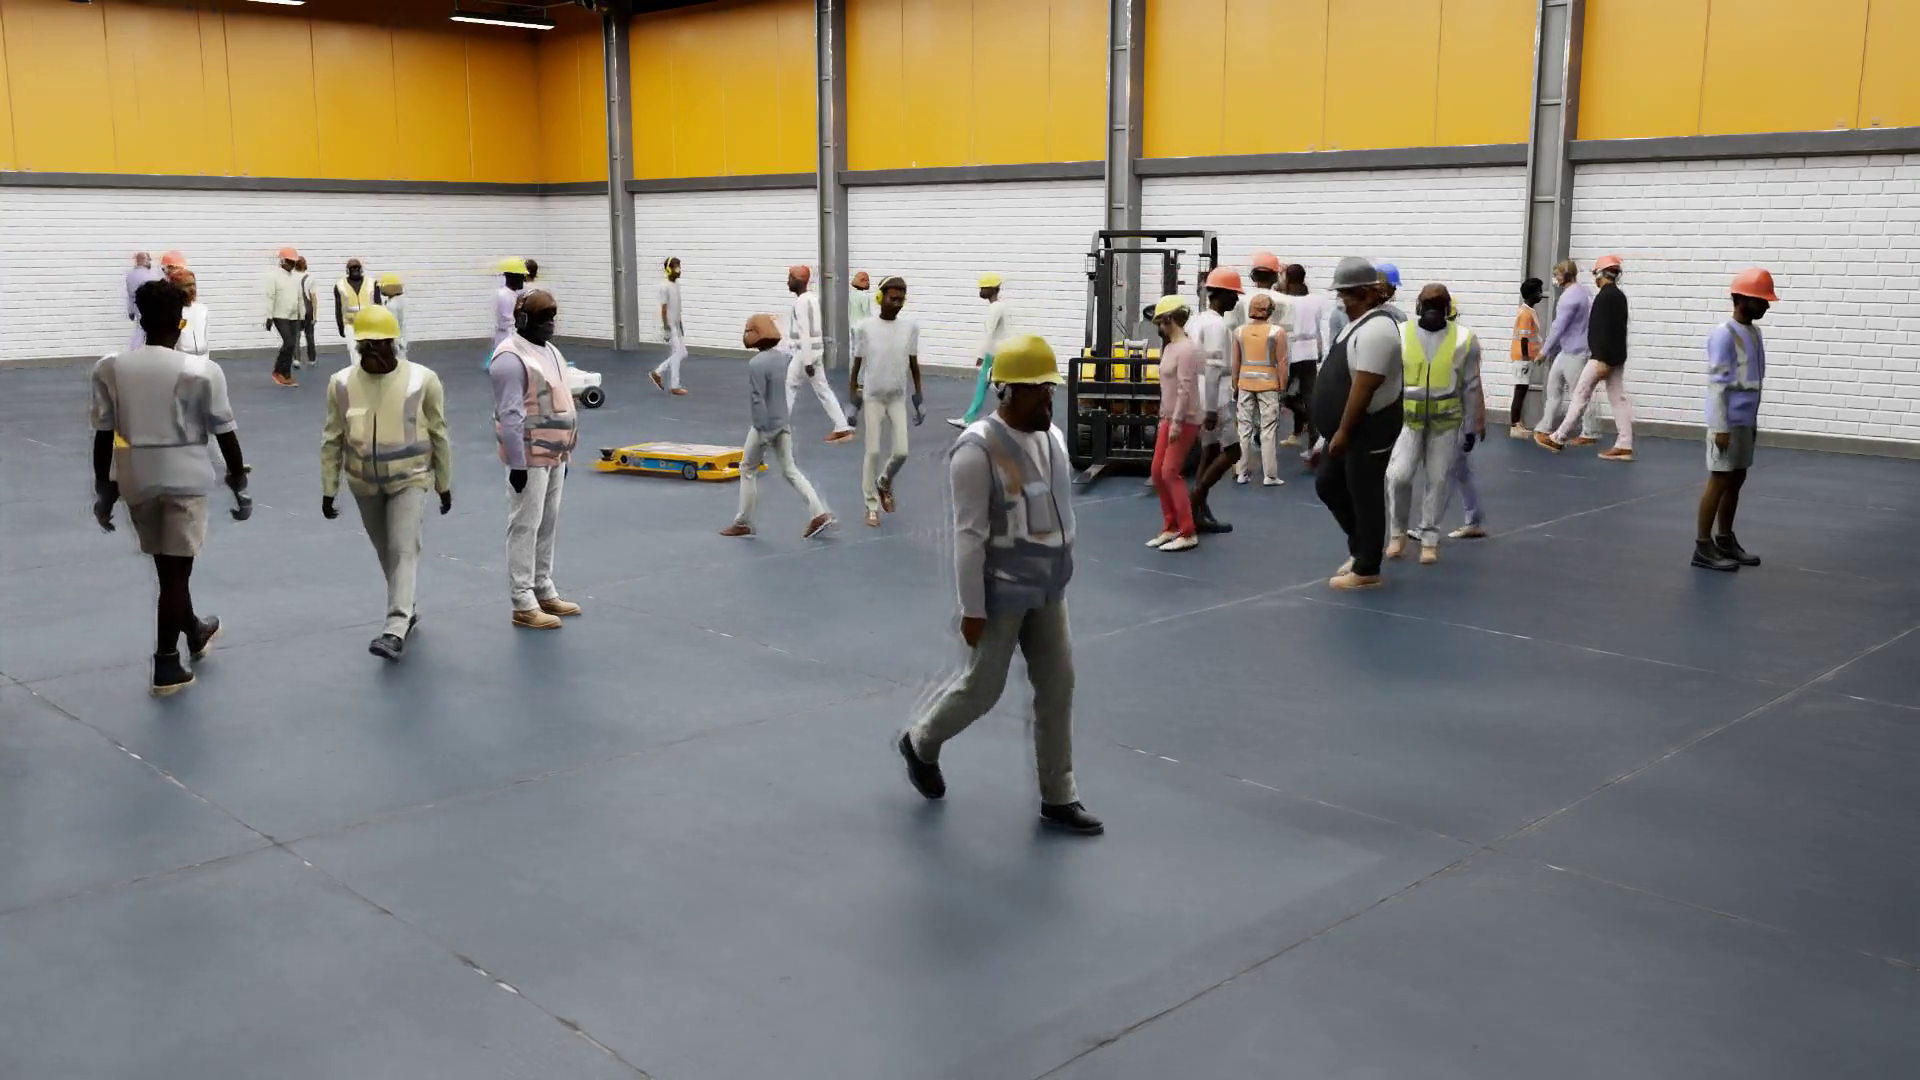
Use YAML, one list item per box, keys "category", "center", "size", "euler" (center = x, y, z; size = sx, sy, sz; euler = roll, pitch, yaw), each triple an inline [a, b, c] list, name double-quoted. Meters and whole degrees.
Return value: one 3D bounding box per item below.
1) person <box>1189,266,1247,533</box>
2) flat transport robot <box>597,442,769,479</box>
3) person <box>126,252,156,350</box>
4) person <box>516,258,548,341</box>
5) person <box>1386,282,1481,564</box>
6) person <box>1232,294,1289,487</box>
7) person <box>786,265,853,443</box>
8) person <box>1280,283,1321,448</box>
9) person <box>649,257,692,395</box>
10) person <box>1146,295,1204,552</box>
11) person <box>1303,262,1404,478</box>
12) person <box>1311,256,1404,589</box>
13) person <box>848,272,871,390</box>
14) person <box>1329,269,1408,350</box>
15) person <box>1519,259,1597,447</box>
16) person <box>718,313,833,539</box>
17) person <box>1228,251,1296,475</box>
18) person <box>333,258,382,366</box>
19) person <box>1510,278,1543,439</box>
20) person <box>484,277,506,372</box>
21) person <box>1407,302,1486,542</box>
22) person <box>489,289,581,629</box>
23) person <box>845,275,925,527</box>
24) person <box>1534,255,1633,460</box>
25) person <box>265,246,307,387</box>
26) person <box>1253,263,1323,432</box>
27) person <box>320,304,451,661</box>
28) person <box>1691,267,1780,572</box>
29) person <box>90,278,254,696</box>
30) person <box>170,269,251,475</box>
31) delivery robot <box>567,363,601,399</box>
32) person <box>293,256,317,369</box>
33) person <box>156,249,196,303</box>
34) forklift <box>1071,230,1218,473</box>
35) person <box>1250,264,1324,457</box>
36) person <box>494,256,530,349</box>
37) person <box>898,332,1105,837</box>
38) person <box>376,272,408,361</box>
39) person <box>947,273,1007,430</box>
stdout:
- category: "person"
  center: [1.836, -0.989, 11.885]
  size: [0.427, 1.912, 0.575]
  euler: [-1, 10, -4]
- category: "flat transport robot"
  center: [-2.491, -0.722, 14.913]
  size: [1.431, 0.197, 0.652]
  euler: [6, 12, 28]
- category: "person"
  center: [-13.178, -3.744, 27.071]
  size: [0.663, 1.848, 1.013]
  euler: [8, 13, 36]
- category: "person"
  center: [-5.188, -2.459, 20.063]
  size: [0.404, 1.851, 0.549]
  euler: [8, 13, 37]
- category: "person"
  center: [3.032, -0.749, 10.795]
  size: [0.644, 1.827, 0.457]
  euler: [3, 11, 14]
- category: "person"
  center: [2.549, -1.272, 14.175]
  size: [0.513, 1.640, 0.309]
  euler: [7, 12, 32]
- category: "person"
  center: [-1.569, -1.880, 16.996]
  size: [1.001, 1.836, 0.580]
  euler: [2, 11, 12]
- category: "person"
  center: [3.419, -1.722, 16.528]
  size: [0.551, 1.672, 0.556]
  euler: [-8, 13, -36]
- category: "person"
  center: [-3.878, -2.857, 22.248]
  size: [0.523, 1.847, 0.528]
  euler: [2, 11, 9]
- category: "person"
  center: [1.464, -0.790, 11.286]
  size: [0.354, 1.722, 0.552]
  euler: [-2, 11, -9]
- category: "person"
  center: [3.466, -1.479, 14.605]
  size: [0.766, 1.903, 0.629]
  euler: [-1, 10, -3]
- category: "person"
  center: [2.377, -0.704, 9.981]
  size: [0.542, 2.000, 0.682]
  euler: [0, 10, 0]
- category: "person"
  center: [-1.371, -2.893, 23.032]
  size: [0.267, 1.632, 0.507]
  euler: [-7, 12, -33]
- category: "person"
  center: [3.267, -1.236, 13.379]
  size: [0.614, 1.872, 1.071]
  euler: [5, 11, 24]
- category: "person"
  center: [6.082, -1.885, 16.831]
  size: [0.901, 1.889, 0.627]
  euler: [5, 11, 23]
- category: "person"
  center: [-1.284, -0.791, 11.701]
  size: [0.805, 1.600, 0.502]
  euler: [4, 11, 23]
- category: "person"
  center: [2.686, -1.581, 14.926]
  size: [0.617, 1.996, 1.074]
  euler: [4, 11, 21]
- category: "person"
  center: [-8.438, -3.046, 23.363]
  size: [0.639, 1.823, 0.746]
  euler: [-4, 11, -22]
- category: "person"
  center: [5.959, -1.909, 17.517]
  size: [0.319, 1.690, 0.532]
  euler: [4, 11, 21]
- category: "person"
  center: [-6.901, -3.437, 25.601]
  size: [1.001, 1.789, 0.574]
  euler: [-2, 11, -10]
- category: "person"
  center: [3.360, -0.826, 11.551]
  size: [0.830, 1.708, 0.538]
  euler: [-4, 11, -19]
- category: "person"
  center: [-2.312, -0.447, 9.134]
  size: [0.430, 1.840, 0.625]
  euler: [2, 11, 9]
- category: "person"
  center: [-0.563, -1.028, 12.284]
  size: [0.628, 1.846, 0.494]
  euler: [-3, 11, -18]
- category: "person"
  center: [6.081, -1.749, 15.960]
  size: [1.005, 1.933, 0.630]
  euler: [10, 14, 42]
- category: "person"
  center: [-9.435, -3.122, 23.343]
  size: [0.467, 1.967, 0.630]
  euler: [4, 11, 19]
- category: "person"
  center: [3.513, -2.046, 17.867]
  size: [1.018, 1.830, 0.658]
  euler: [-6, 12, -29]
- category: "person"
  center: [-2.948, -0.301, 8.489]
  size: [0.621, 1.777, 0.939]
  euler: [0, 10, 0]
- category: "person"
  center: [4.972, -0.768, 10.634]
  size: [0.559, 1.928, 0.377]
  euler: [-9, 14, -41]
- category: "person"
  center: [-3.732, -0.283, 7.991]
  size: [0.639, 1.918, 0.963]
  euler: [0, 10, 1]
- category: "person"
  center: [-6.628, -1.409, 14.371]
  size: [0.998, 1.833, 0.579]
  euler: [5, 12, 27]
- category: "delivery robot"
  center: [-4.821, -1.957, 20.614]
  size: [0.707, 0.478, 0.477]
  euler: [-4, 11, -19]
- category: "person"
  center: [-10.609, -3.667, 26.804]
  size: [0.511, 1.806, 0.959]
  euler: [-3, 11, -15]
- category: "person"
  center: [-8.641, -2.189, 18.246]
  size: [0.541, 1.976, 0.633]
  euler: [6, 12, 29]
- category: "forklift"
  center: [1.804, -1.825, 15.677]
  size: [1.214, 2.155, 2.313]
  euler: [2, 11, 13]
- category: "person"
  center: [3.209, -1.733, 16.124]
  size: [0.575, 1.852, 1.002]
  euler: [-5, 11, -24]
- category: "person"
  center: [-4.721, -2.050, 17.667]
  size: [0.417, 1.909, 0.596]
  euler: [-1, 10, -8]
- category: "person"
  center: [0.135, 0.144, 6.029]
  size: [0.826, 1.804, 0.600]
  euler: [9, 13, 39]
- category: "person"
  center: [-6.564, -2.295, 19.570]
  size: [0.776, 1.715, 0.490]
  euler: [-3, 11, -17]
- category: "person"
  center: [0.299, -2.002, 17.908]
  size: [0.885, 1.721, 0.544]
  euler: [0, 10, -1]
